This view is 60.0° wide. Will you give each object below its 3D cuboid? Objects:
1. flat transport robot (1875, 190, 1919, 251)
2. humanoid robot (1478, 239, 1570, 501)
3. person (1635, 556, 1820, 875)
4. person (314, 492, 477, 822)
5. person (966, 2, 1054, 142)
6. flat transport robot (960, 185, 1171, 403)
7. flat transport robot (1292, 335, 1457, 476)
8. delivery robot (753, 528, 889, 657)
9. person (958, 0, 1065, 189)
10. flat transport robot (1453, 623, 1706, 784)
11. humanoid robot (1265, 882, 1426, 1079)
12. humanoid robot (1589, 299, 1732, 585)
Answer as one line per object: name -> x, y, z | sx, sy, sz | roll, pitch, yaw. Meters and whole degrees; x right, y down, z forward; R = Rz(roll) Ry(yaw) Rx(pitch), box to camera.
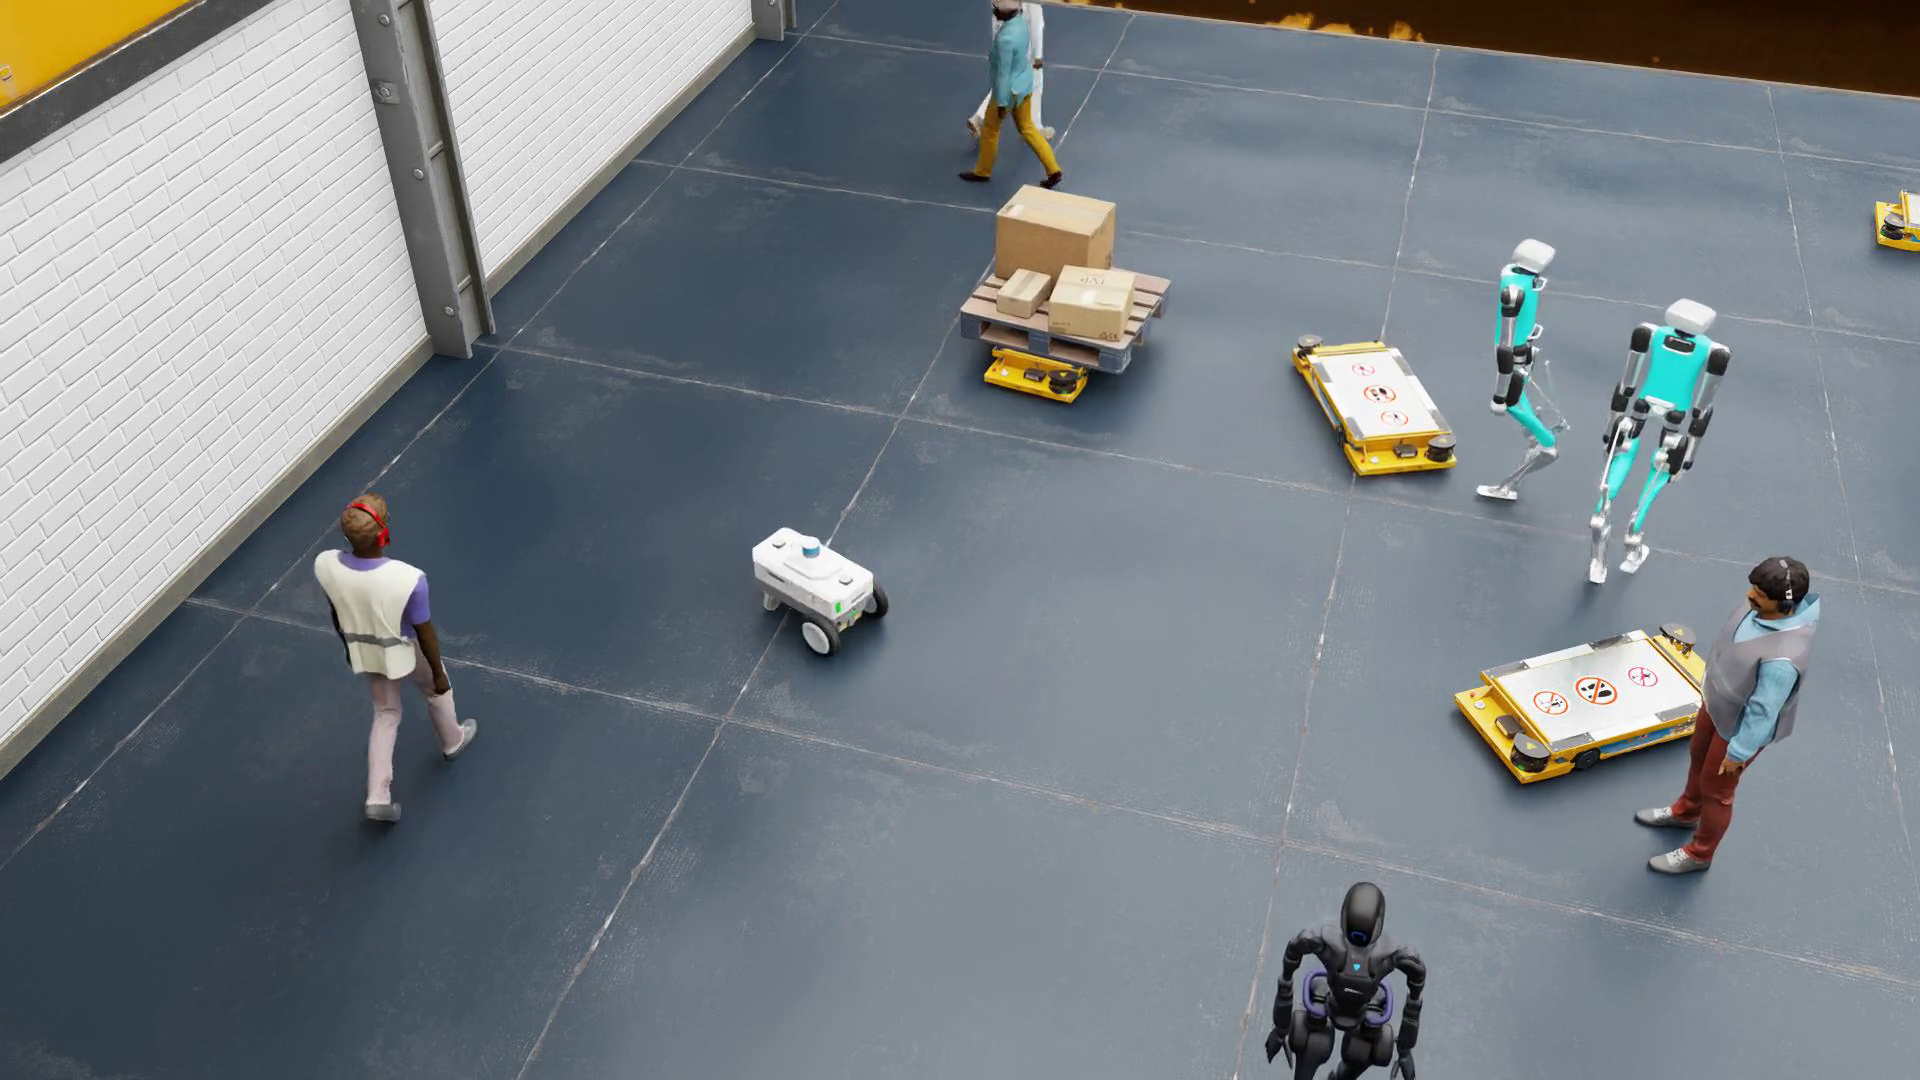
flat transport robot -> 7.957, -2.400, 12.990 | 1.431, 0.231, 0.659 | 14, 41, 16
humanoid robot -> 3.470, -0.901, 10.007 | 0.726, 1.847, 0.533 | 18, 42, 21
person -> 3.605, 0.822, 7.706 | 0.422, 1.869, 0.546 | 5, 39, 6
person -> -2.759, 0.568, 8.066 | 0.575, 1.810, 0.846 | 7, 39, 9
person -> 0.461, -4.167, 13.925 | 0.738, 1.847, 0.577 | -25, 45, -28
flat transport robot -> 0.755, -1.467, 11.829 | 0.659, 0.231, 1.431 | 16, 42, 19
flat transport robot -> 2.765, -0.934, 11.166 | 0.659, 0.231, 1.431 | -5, 39, -7
delivery robot -> -0.802, 0.264, 9.463 | 0.786, 0.614, 0.514 | 27, 46, 29
person -> 0.433, -3.609, 13.341 | 0.871, 1.712, 0.568 | 17, 42, 20
flat transport robot -> 3.457, 0.864, 8.930 | 1.431, 0.231, 0.659 | -12, 40, -15
humanoid robot -> 1.502, 1.955, 6.476 | 0.589, 1.630, 0.743 | 8, 39, 9
humanoid robot -> 3.817, -0.434, 9.387 | 0.540, 1.762, 0.822 | 24, 45, 27
